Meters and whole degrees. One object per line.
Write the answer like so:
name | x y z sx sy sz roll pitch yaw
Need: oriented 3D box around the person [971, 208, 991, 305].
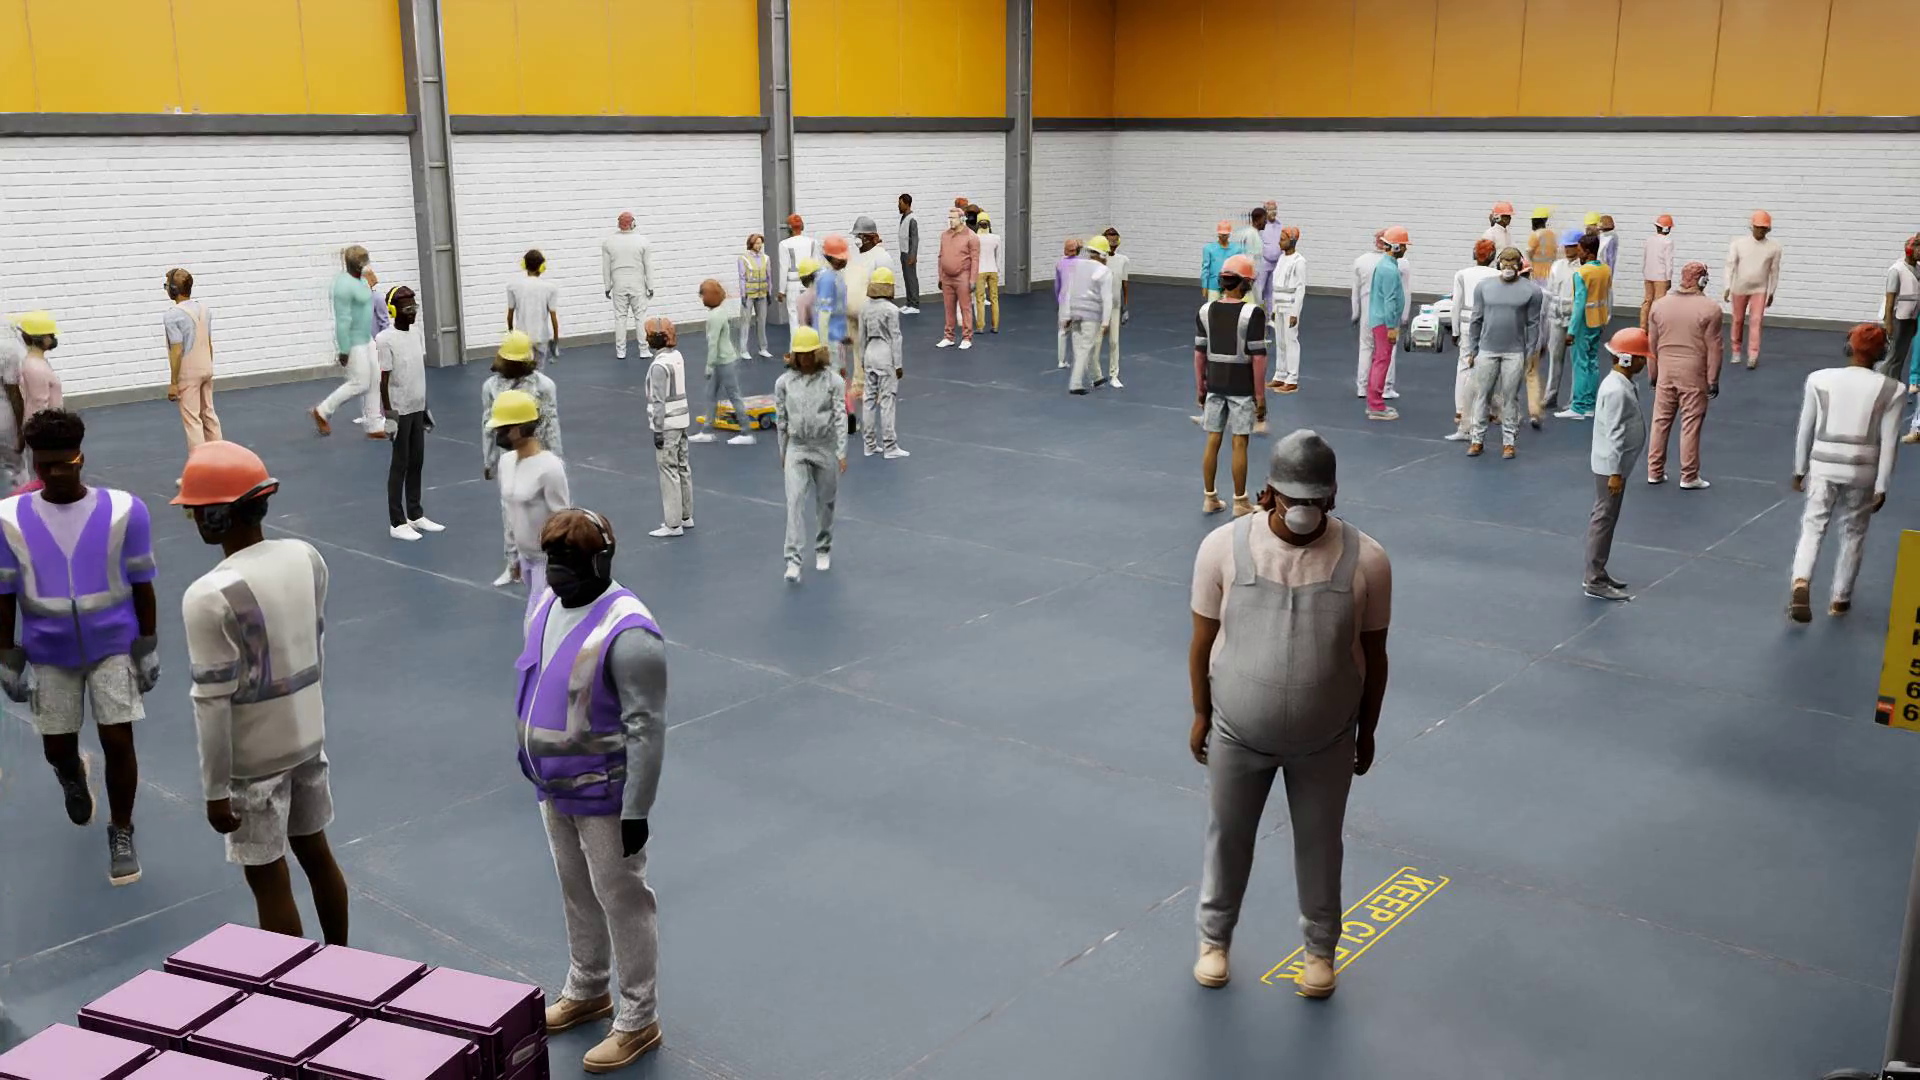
person | 0.318 -4.801 28.185 0.500 1.633 0.285 11 18 38

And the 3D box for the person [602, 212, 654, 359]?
person | -4.309 -3.310 21.673 0.653 1.906 0.405 -1 14 -3

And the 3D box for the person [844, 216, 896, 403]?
person | -1.056 -2.522 18.254 0.537 2.000 0.678 -12 19 -41

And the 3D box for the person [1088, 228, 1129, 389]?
person | 1.711 -2.677 19.252 0.500 1.862 0.327 -2 14 -8

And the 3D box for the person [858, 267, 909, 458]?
person | -0.708 -1.626 15.280 0.483 1.742 0.312 12 18 39

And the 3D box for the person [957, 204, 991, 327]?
person | 0.184 -4.153 25.184 0.619 1.840 0.430 -3 14 -11

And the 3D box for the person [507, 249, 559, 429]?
person | -4.219 -1.971 16.508 0.506 1.818 0.964 -5 15 -21

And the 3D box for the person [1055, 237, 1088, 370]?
person | 1.401 -2.939 20.729 0.513 1.642 0.313 12 18 39

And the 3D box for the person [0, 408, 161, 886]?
person | -3.575 0.403 6.777 0.606 1.945 0.658 -6 15 -24

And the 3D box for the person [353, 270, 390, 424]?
person | -6.003 -1.985 16.930 0.501 1.633 0.282 8 16 28

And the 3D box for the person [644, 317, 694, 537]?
person | -2.164 -0.834 12.345 0.314 1.633 0.519 2 14 8

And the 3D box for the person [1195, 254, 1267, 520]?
person | 2.110 -1.180 12.891 0.605 2.041 0.393 12 18 39

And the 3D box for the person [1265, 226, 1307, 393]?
person | 3.719 -2.621 18.969 0.355 1.882 0.575 -4 15 -16

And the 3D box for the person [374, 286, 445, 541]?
person | -4.078 -0.942 12.286 0.309 1.868 0.535 4 15 16

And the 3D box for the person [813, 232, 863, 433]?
person | -1.299 -1.991 16.208 0.599 2.013 0.761 1 14 3

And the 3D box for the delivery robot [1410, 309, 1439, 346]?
delivery robot | 6.306 -2.888 22.538 0.477 0.478 0.707 4 15 17

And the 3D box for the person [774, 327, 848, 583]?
person | -0.995 -0.562 11.110 0.493 1.703 0.877 0 14 -1

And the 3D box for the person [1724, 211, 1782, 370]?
person | 9.981 -3.161 20.996 0.620 1.953 0.954 7 16 26

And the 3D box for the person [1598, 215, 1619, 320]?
person | 10.013 -4.228 25.893 0.501 1.633 0.281 -8 16 -28

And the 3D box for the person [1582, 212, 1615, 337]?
person | 8.904 -3.719 23.503 0.596 1.815 0.418 10 17 36

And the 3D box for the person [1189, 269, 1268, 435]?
person | 2.690 -1.859 16.366 0.822 1.648 0.542 5 15 21

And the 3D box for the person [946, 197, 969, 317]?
person | -0.017 -4.502 26.501 0.348 1.879 0.580 8 16 30

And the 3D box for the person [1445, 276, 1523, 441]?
person | 5.056 -1.724 15.935 0.629 1.605 0.539 1 14 3

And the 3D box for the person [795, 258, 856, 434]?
person | -1.356 -1.909 16.412 0.538 1.729 0.800 -12 19 -40

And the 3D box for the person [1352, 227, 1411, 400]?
person | 4.685 -2.513 18.494 0.650 1.906 0.404 7 16 27

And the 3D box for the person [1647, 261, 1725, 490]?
person | 6.092 -1.378 13.976 0.404 1.907 0.660 -11 18 -37

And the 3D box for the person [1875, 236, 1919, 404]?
person | 10.216 -2.376 18.092 0.563 1.837 0.386 -9 16 -31

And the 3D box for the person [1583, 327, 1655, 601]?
person | 4.245 -0.497 10.743 0.326 1.752 0.559 5 15 19

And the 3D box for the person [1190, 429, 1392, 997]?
person | 1.128 0.603 5.765 0.682 2.000 0.535 3 14 11

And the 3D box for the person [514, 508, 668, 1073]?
person | -1.204 0.798 5.385 0.429 1.844 0.633 -13 19 -42

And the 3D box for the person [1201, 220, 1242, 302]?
person | 3.566 -3.475 22.643 0.574 1.747 0.335 -3 14 -10

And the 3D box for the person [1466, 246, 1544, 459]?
person | 4.969 -1.713 15.236 0.629 1.936 0.373 6 15 22

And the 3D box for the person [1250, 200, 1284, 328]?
person | 4.609 -4.115 24.889 0.655 1.906 0.407 -8 16 -28

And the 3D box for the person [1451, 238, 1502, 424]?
person | 5.296 -2.122 16.971 0.573 1.885 0.357 12 18 39

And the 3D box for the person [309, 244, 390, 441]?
person | -5.846 -1.873 15.928 0.731 1.914 0.628 0 14 -1

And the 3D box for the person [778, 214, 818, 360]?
person | -2.098 -3.267 21.543 0.574 1.887 0.355 -11 18 -37

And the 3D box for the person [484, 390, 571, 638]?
person | -2.109 0.100 8.389 0.492 1.736 0.530 -13 19 -43

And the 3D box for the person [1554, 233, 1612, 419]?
person | 6.499 -2.210 17.261 0.591 1.916 0.392 -13 19 -42

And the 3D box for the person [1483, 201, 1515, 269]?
person | 7.297 -3.587 22.596 0.378 1.996 0.611 13 19 42

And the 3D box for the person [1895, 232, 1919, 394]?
person | 10.832 -2.585 18.902 0.516 1.842 0.324 9 16 31

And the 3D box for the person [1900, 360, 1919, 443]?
person | 9.532 -1.929 15.884 0.805 2.000 0.698 -7 16 -25

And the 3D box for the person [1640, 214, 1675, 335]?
person | 10.036 -3.786 23.885 0.329 1.751 0.567 -5 15 -18

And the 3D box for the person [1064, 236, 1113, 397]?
person | 1.537 -2.535 18.852 0.905 1.777 0.603 -11 18 -38

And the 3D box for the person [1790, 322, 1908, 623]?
person | 5.367 -0.394 10.122 0.578 1.861 0.785 10 17 34

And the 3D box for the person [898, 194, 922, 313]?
person | -0.821 -4.639 26.963 0.375 1.915 0.592 -4 15 -17

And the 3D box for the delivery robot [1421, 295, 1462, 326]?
delivery robot | 7.126 -3.341 24.349 0.707 0.478 0.477 -4 15 -15

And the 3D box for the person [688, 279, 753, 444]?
person | -2.318 -1.679 15.771 0.724 1.592 0.525 -3 14 -10

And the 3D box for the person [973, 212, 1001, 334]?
person | 0.355 -3.882 24.259 0.523 1.762 0.328 -7 16 -25

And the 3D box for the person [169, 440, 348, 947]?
person | -2.305 0.678 5.477 0.401 2.039 0.609 4 15 14

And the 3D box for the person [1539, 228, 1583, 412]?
person | 6.462 -2.324 17.675 0.436 1.936 0.621 -9 17 -33

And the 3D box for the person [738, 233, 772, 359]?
person | -2.676 -3.177 21.717 0.506 1.632 0.317 -12 18 -40

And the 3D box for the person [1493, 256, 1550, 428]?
person | 5.624 -1.981 16.705 0.602 1.735 0.519 -3 14 -10

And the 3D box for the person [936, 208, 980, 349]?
person | -0.051 -3.561 22.673 0.637 1.911 0.403 10 17 35

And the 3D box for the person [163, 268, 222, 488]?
person | -6.479 -1.360 14.008 0.345 1.846 0.507 3 14 12

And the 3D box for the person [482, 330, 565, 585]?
person | -2.859 -0.526 10.919 0.536 1.731 0.394 2 14 6

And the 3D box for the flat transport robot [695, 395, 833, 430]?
flat transport robot | -1.962 -1.345 17.137 0.652 0.197 1.431 13 19 42

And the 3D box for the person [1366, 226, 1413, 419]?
person | 4.451 -2.255 17.304 0.406 1.986 0.619 2 14 8
